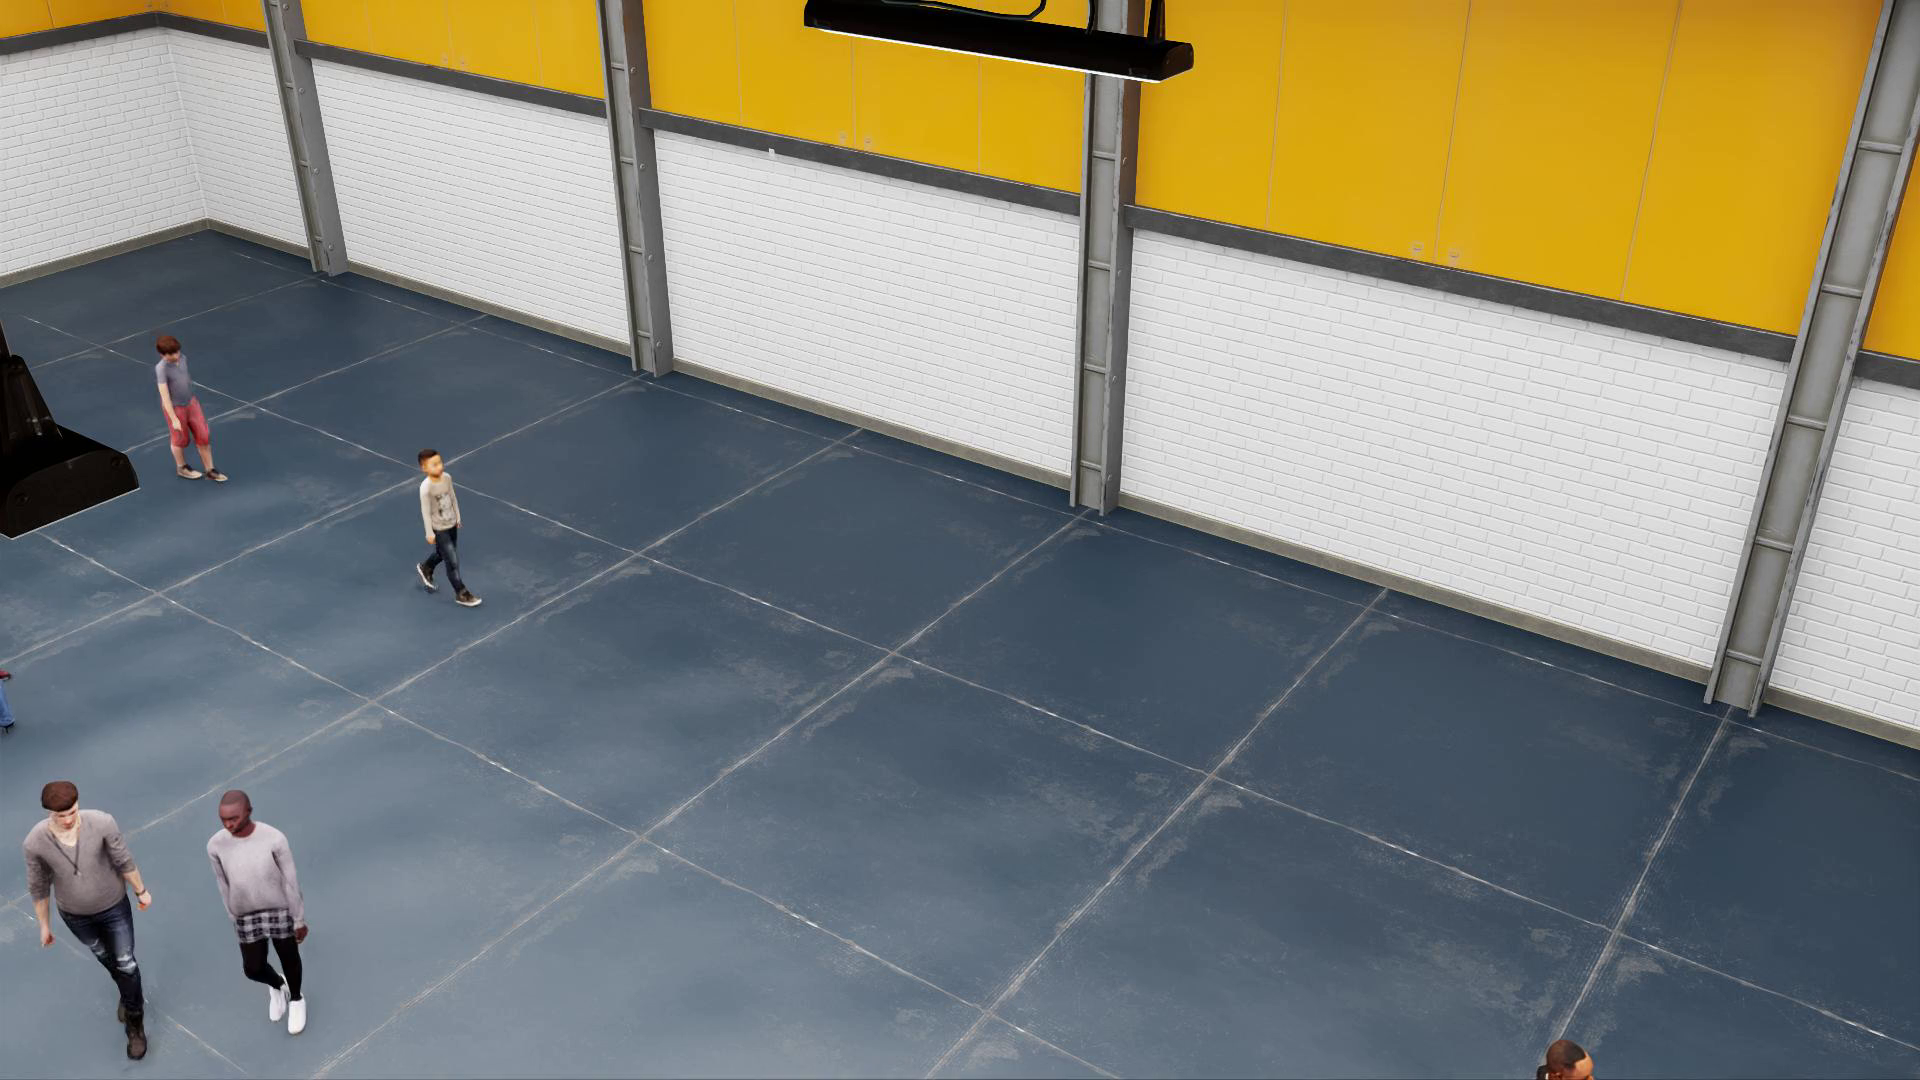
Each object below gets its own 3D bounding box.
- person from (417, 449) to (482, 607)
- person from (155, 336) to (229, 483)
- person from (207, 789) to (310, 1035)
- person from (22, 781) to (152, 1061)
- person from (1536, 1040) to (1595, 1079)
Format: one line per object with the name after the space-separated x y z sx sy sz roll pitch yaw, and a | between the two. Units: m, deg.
-4.570 -0.124 14.515 0.987 1.445 0.694 11 30 19 | person
-7.783 -1.317 16.537 0.917 1.603 0.696 9 30 16 | person
-4.150 2.167 9.986 0.760 1.761 0.815 -6 29 -12 | person
-5.165 2.126 9.948 1.034 1.869 1.120 -9 30 -17 | person
2.779 3.148 8.038 0.638 1.904 0.720 15 32 25 | person
